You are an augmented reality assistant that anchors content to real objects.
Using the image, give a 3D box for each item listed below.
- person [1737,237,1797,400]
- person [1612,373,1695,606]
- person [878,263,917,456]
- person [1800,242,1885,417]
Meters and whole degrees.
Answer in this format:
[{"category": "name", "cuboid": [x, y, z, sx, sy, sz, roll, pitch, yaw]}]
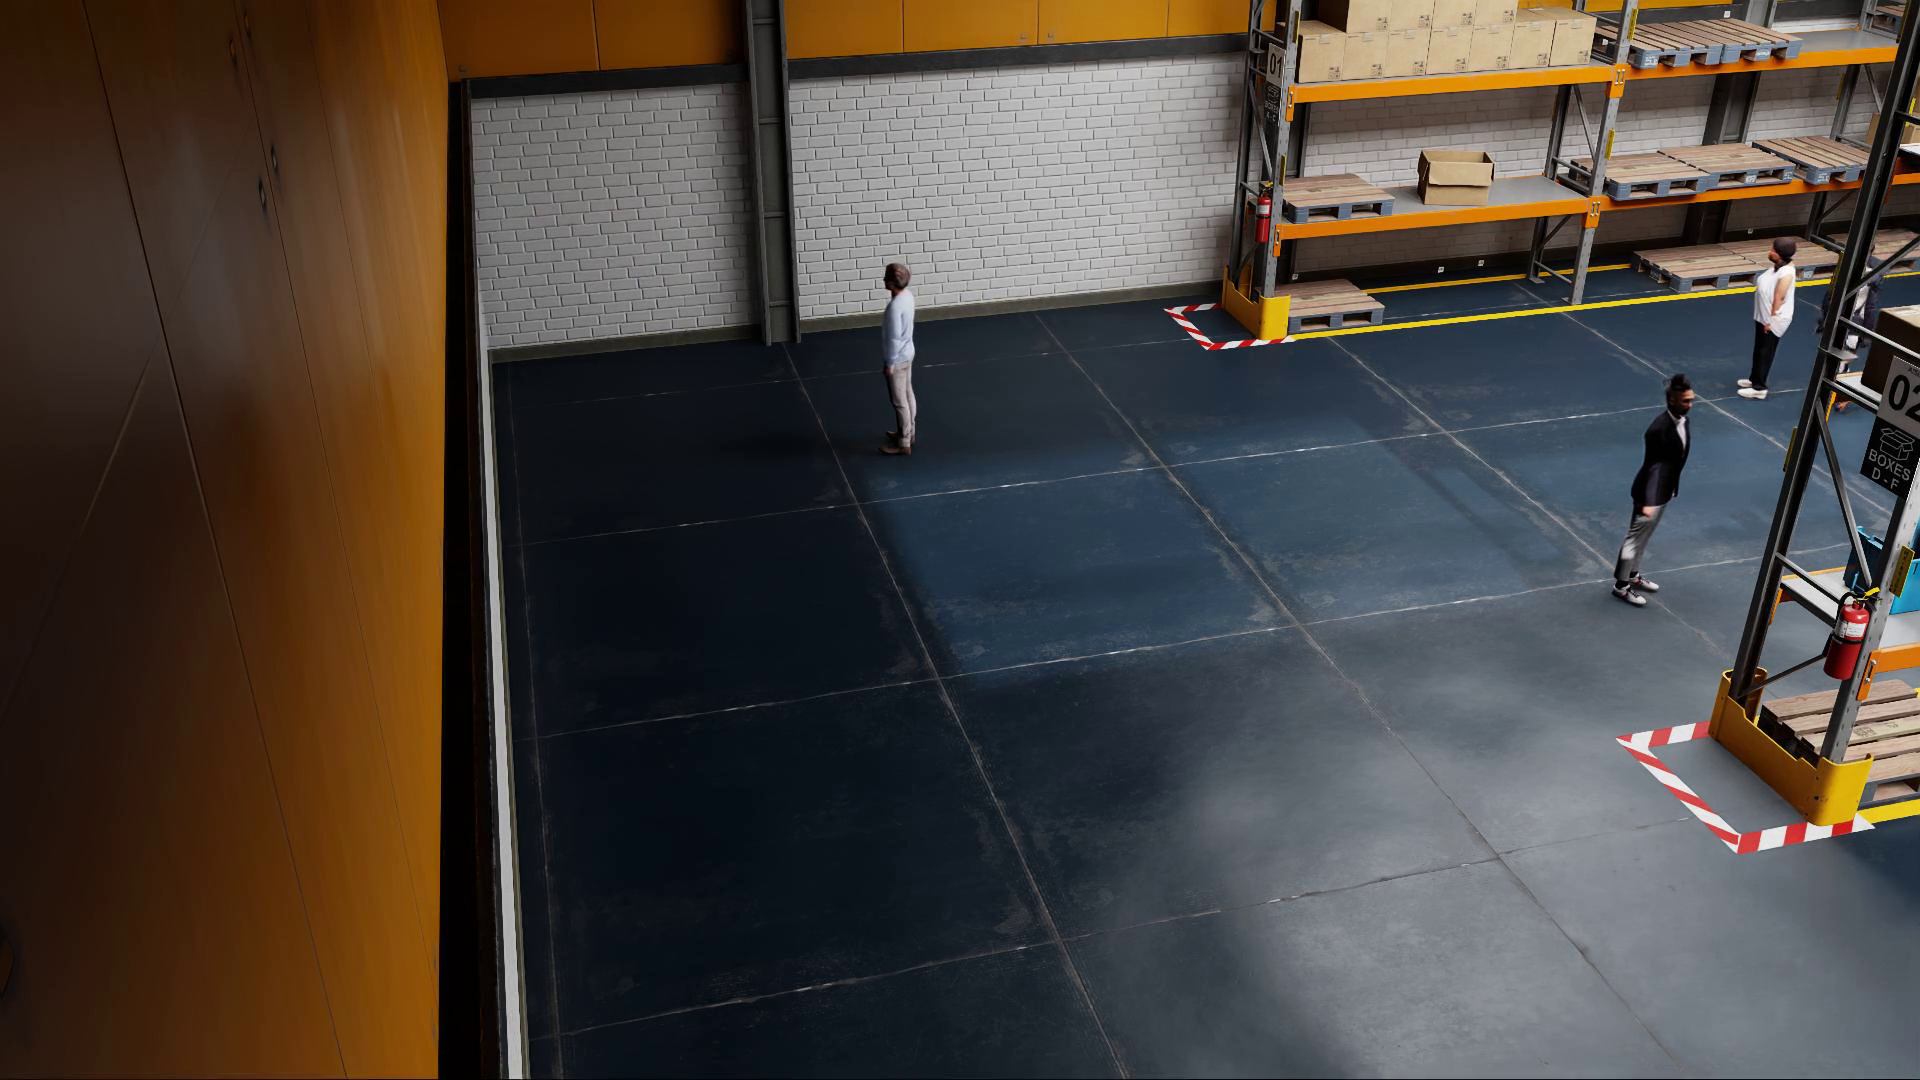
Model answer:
[{"category": "person", "cuboid": [8.315, -2.296, 17.062, 0.800, 1.685, 0.766, 10, 30, 17]}, {"category": "person", "cuboid": [5.590, -0.447, 13.387, 0.857, 1.959, 0.743, 23, 36, 36]}, {"category": "person", "cuboid": [-0.578, -1.736, 15.819, 0.742, 1.894, 0.742, 6, 29, 11]}, {"category": "person", "cuboid": [8.833, -2.111, 16.516, 0.916, 1.885, 0.834, -17, 33, -28]}]
